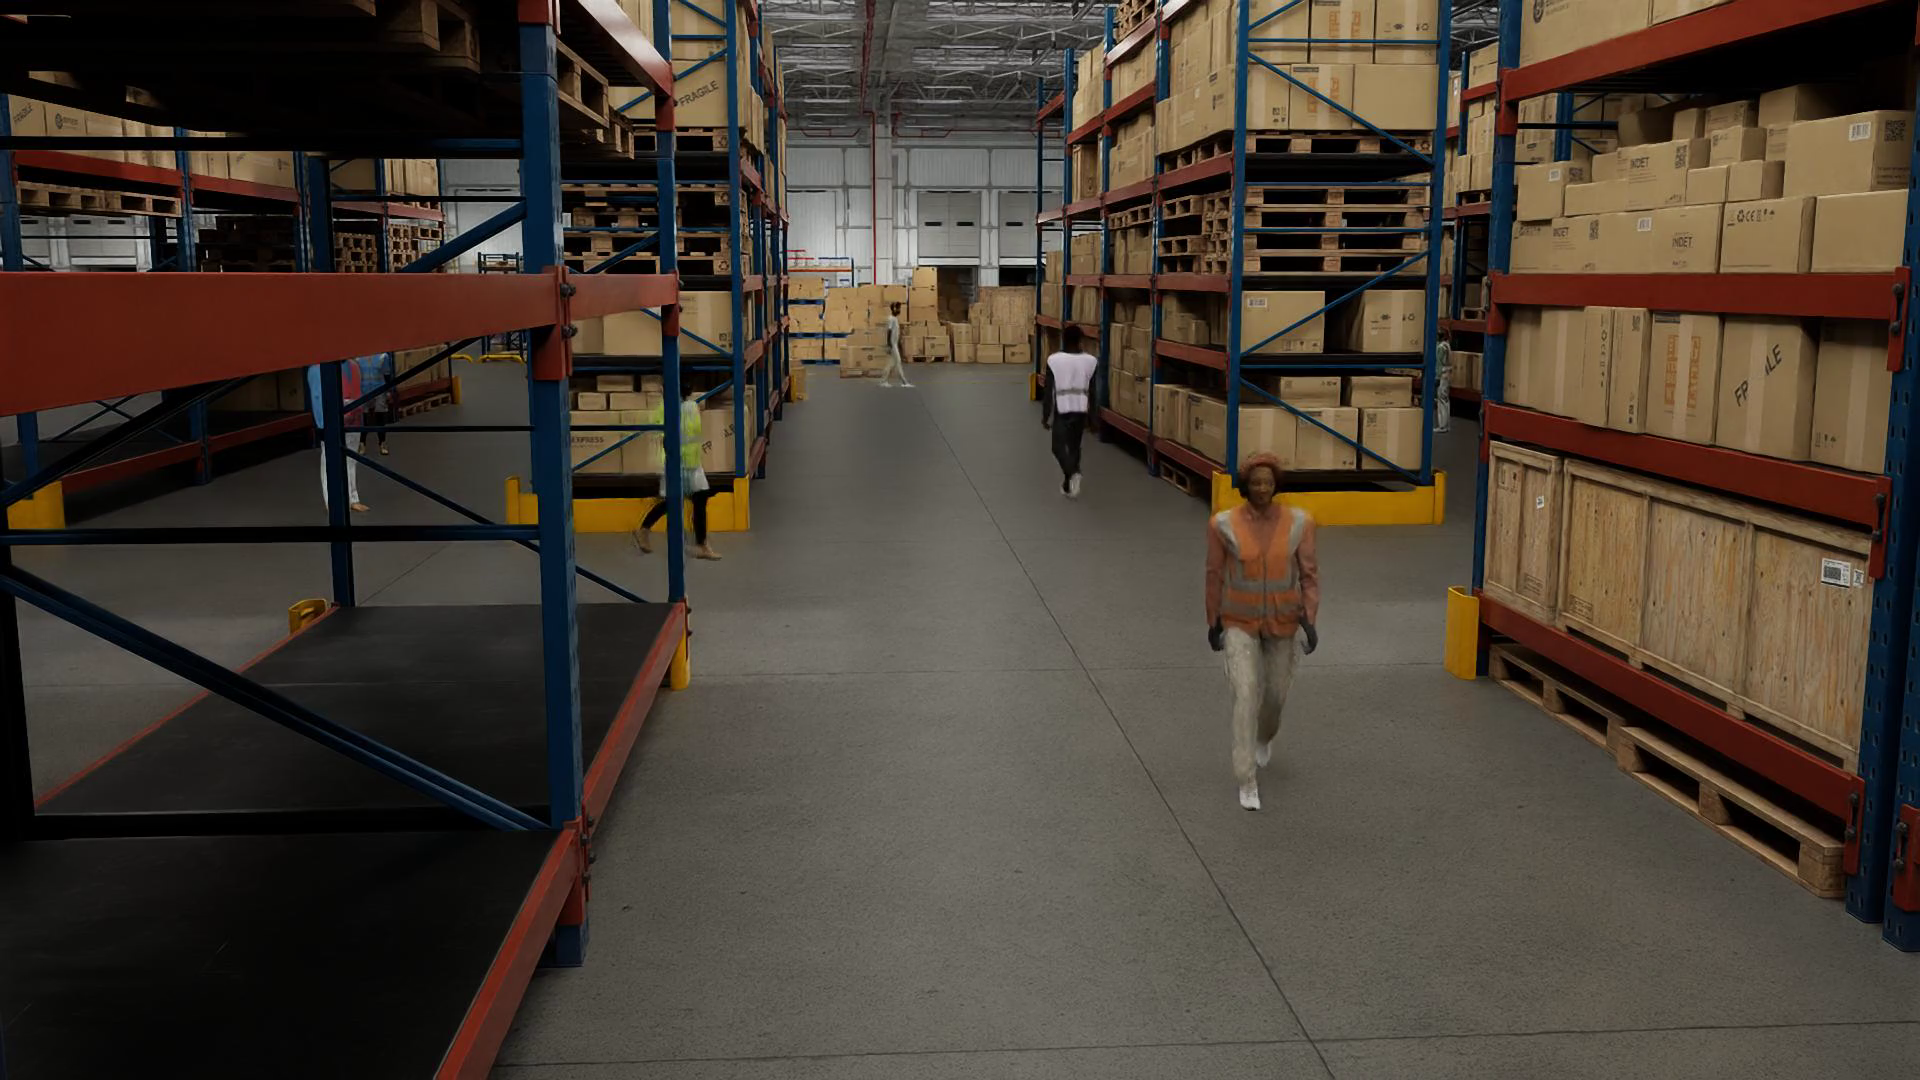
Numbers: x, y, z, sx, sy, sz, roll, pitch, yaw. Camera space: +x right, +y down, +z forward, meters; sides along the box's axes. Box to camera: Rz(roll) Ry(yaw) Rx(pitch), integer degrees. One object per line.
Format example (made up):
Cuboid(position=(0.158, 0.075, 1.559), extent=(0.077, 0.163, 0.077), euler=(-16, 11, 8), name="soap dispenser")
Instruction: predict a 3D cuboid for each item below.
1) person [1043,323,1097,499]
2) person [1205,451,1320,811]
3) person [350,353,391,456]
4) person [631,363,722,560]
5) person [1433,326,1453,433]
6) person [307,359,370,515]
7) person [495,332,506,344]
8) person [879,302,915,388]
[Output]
Cuboid(position=(1.198, -1.363, 17.771), extent=(0.596, 1.903, 0.722), euler=(-3, 9, -18), name="person")
Cuboid(position=(1.392, 0.374, 7.740), extent=(0.514, 1.615, 0.755), euler=(0, 9, 2), name="person")
Cuboid(position=(-7.855, -1.963, 22.160), extent=(0.535, 1.697, 0.318), euler=(-4, 10, -21), name="person")
Cuboid(position=(-2.409, -0.664, 14.066), extent=(0.765, 1.674, 0.535), euler=(5, 10, 27), name="person")
Cuboid(position=(7.377, -2.455, 25.462), extent=(0.319, 1.628, 0.508), euler=(4, 10, 23), name="person")
Cuboid(position=(-6.209, -1.162, 16.697), extent=(0.429, 1.838, 0.621), euler=(4, 10, 25), name="person")
Cuboid(position=(-15.506, -7.511, 56.380), extent=(0.601, 1.895, 0.443), euler=(6, 11, 32), name="person")
Cuboid(position=(-1.372, -4.164, 35.567), extent=(0.807, 1.835, 0.550), euler=(1, 9, 9), name="person")
